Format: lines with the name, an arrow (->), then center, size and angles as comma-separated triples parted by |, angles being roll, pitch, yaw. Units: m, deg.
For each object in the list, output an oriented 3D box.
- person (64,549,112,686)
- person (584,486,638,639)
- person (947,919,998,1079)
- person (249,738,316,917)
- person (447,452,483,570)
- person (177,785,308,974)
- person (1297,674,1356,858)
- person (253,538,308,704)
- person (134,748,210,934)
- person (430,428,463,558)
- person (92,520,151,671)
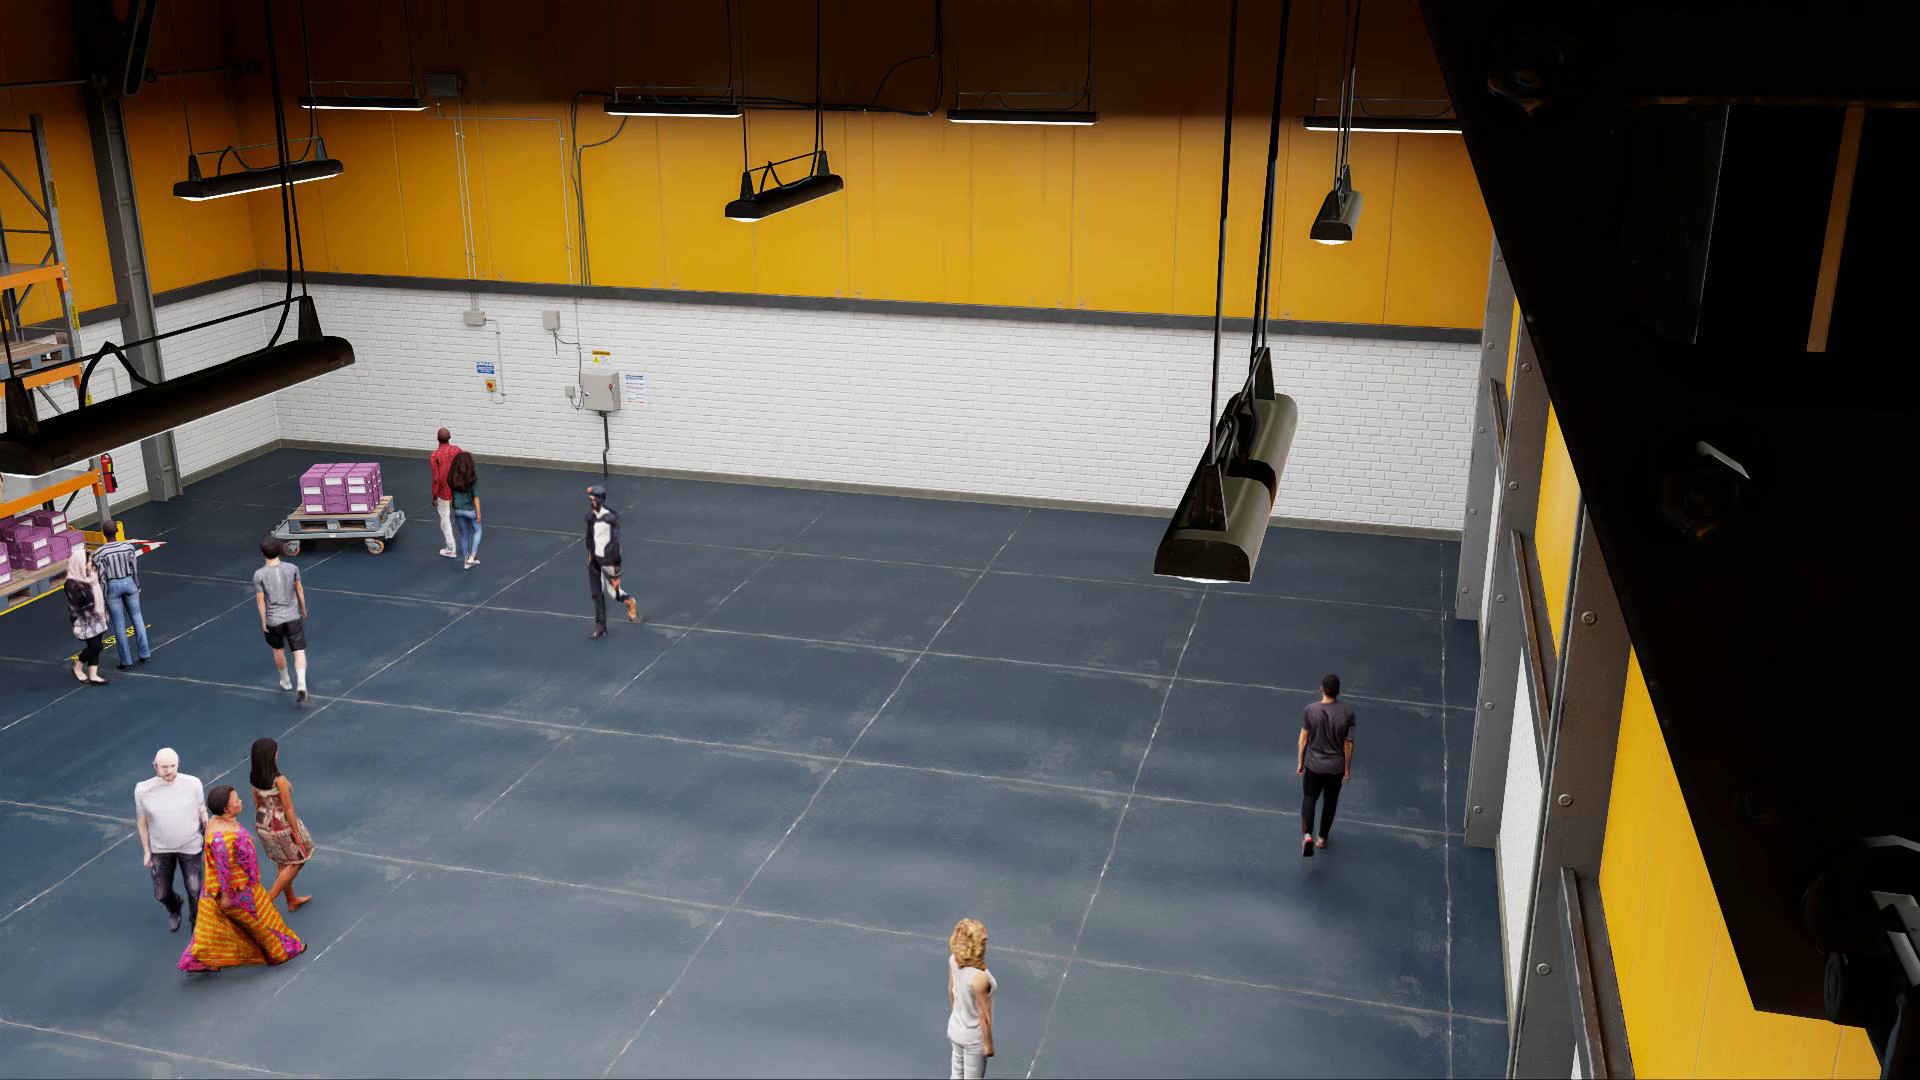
person -> -9.888, 0.894, 18.682 | 0.808, 1.611, 0.733 | 0, 19, -1
person -> -4.267, 0.242, 20.203 | 0.799, 1.877, 1.038 | 9, 21, 24
person -> 0.055, 3.334, 11.346 | 0.742, 1.670, 0.681 | -10, 21, -28
person -> -5.792, 2.460, 13.996 | 0.755, 1.635, 0.866 | 9, 21, 26
person -> -6.707, -0.372, 22.454 | 0.640, 1.603, 0.621 | 1, 19, 4
person -> -5.851, 2.713, 13.187 | 1.223, 1.672, 1.175 | -10, 21, -27
person -> 3.278, 2.065, 14.993 | 0.632, 1.748, 0.957 | 5, 19, 15
person -> -7.433, 0.892, 18.323 | 1.124, 1.844, 1.204 | -10, 21, -27
person -> -6.426, 2.484, 13.643 | 0.916, 1.814, 0.996 | -6, 20, -18
person -> -7.070, -0.679, 23.029 | 0.696, 1.819, 0.813 | -17, 25, -41
person -> -9.677, 0.625, 19.193 | 0.753, 1.796, 0.613 | 15, 24, 37
